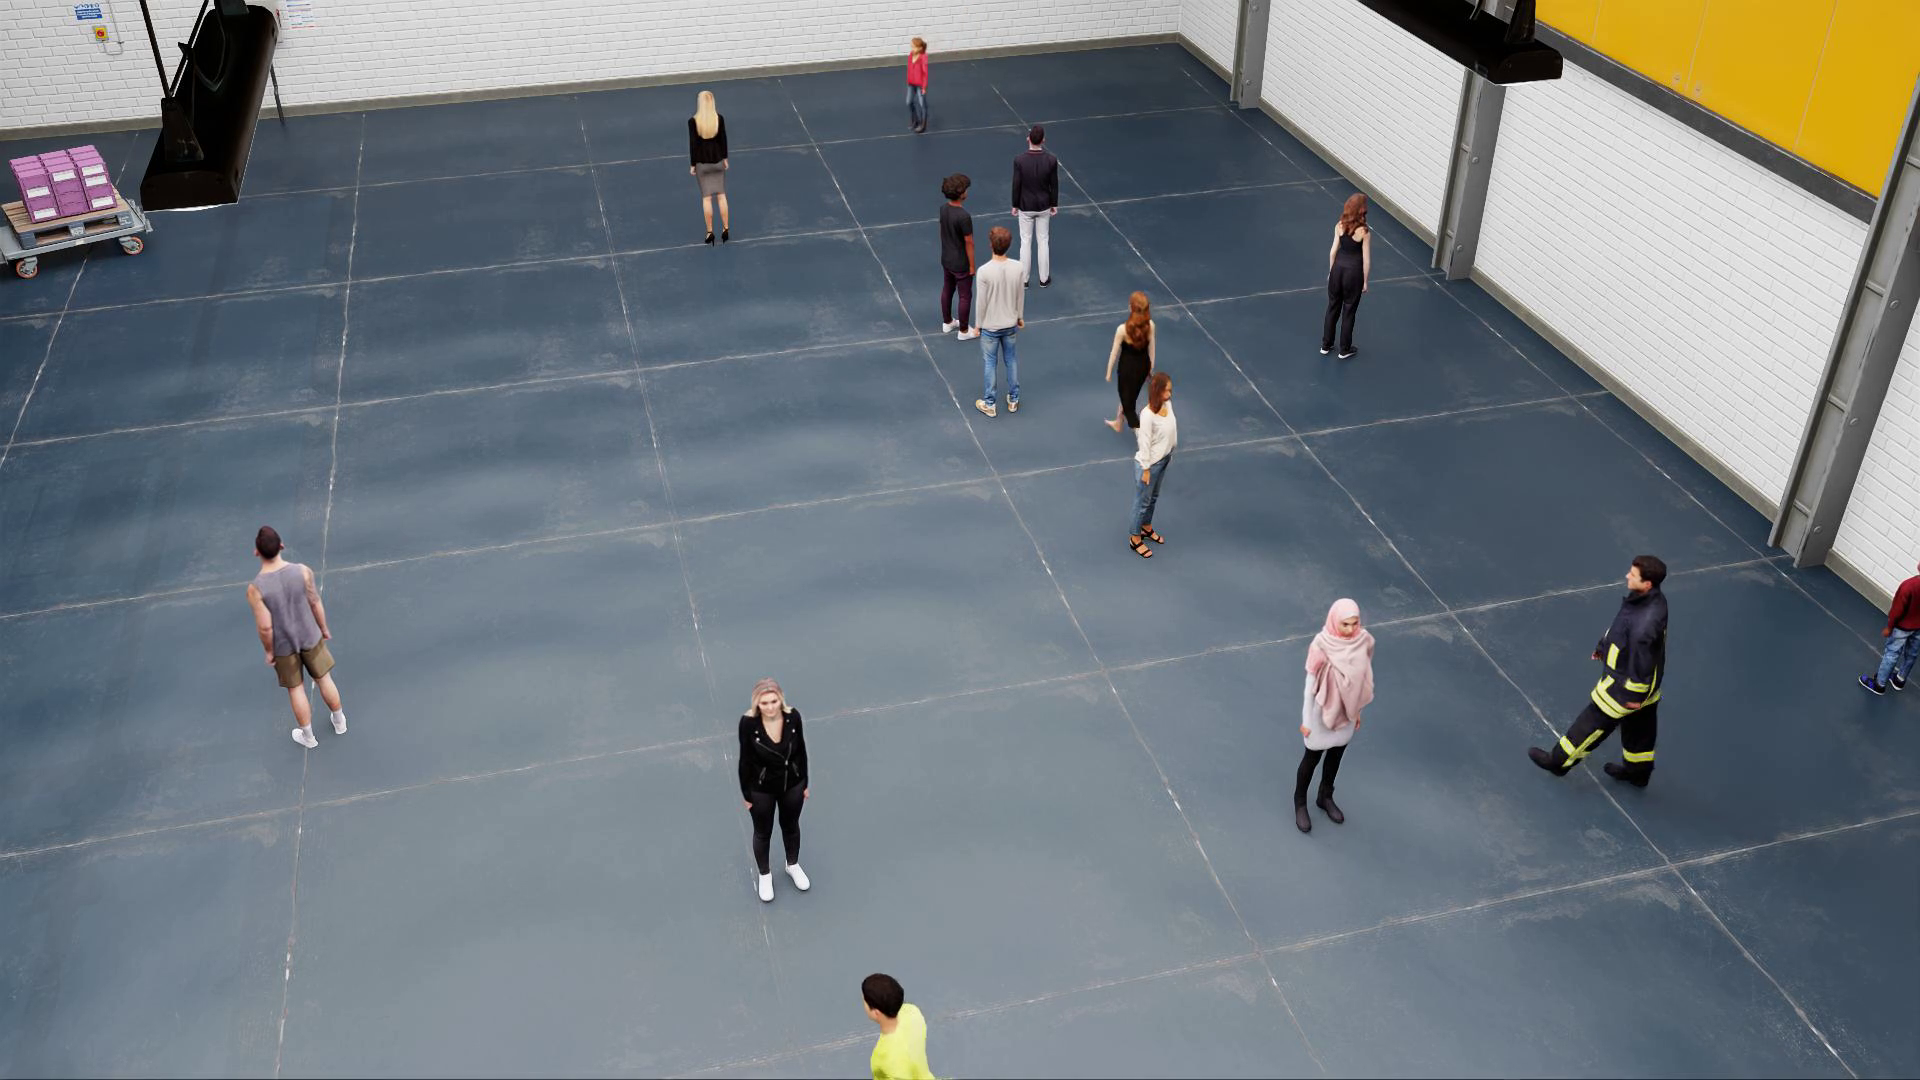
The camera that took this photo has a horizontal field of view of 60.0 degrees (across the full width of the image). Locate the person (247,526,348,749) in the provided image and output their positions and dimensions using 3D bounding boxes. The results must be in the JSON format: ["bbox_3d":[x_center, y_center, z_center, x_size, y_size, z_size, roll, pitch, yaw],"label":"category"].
[{"bbox_3d":[-4.752,0.695,11.862,0.714,1.844,0.716,-26,42,-33],"label":"person"}]

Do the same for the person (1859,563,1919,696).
[{"bbox_3d":[7.116,0.613,12.452,0.504,1.256,0.490,-7,34,-10],"label":"person"}]

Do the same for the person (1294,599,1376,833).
[{"bbox_3d":[2.483,1.158,11.137,0.636,1.804,0.604,-11,35,-16],"label":"person"}]

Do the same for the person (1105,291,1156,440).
[{"bbox_3d":[1.626,-1.476,15.302,0.726,1.581,1.132,-15,37,-22],"label":"person"}]

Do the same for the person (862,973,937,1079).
[{"bbox_3d":[-0.169,2.921,8.614,1.037,1.661,1.161,3,34,4],"label":"person"}]

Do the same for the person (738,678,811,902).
[{"bbox_3d":[-1.184,1.566,10.630,0.628,1.686,0.560,-12,36,-18],"label":"person"}]

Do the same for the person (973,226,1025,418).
[{"bbox_3d":[0.375,-2.082,15.923,0.687,1.902,0.582,-12,35,-17],"label":"person"}]

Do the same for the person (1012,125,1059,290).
[{"bbox_3d":[0.817,-3.678,18.379,0.709,1.842,0.614,-1,34,-1],"label":"person"}]

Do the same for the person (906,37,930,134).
[{"bbox_3d":[-0.531,-6.224,22.690,0.607,1.309,0.683,23,40,31],"label":"person"}]

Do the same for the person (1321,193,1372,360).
[{"bbox_3d":[3.949,-2.711,17.011,0.638,1.746,0.723,22,40,30],"label":"person"}]

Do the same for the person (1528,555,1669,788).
[{"bbox_3d":[4.689,0.947,11.378,1.216,1.889,1.185,15,36,21],"label":"person"}]

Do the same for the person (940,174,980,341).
[{"bbox_3d":[-0.027,-2.965,17.359,0.768,1.784,0.662,-26,41,-33],"label":"person"}]

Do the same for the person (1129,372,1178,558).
[{"bbox_3d":[1.615,-0.663,13.988,0.751,1.680,0.697,19,38,26],"label":"person"}]

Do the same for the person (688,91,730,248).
[{"bbox_3d":[-2.906,-4.328,19.357,0.650,1.842,0.596,-15,36,-21],"label":"person"}]
